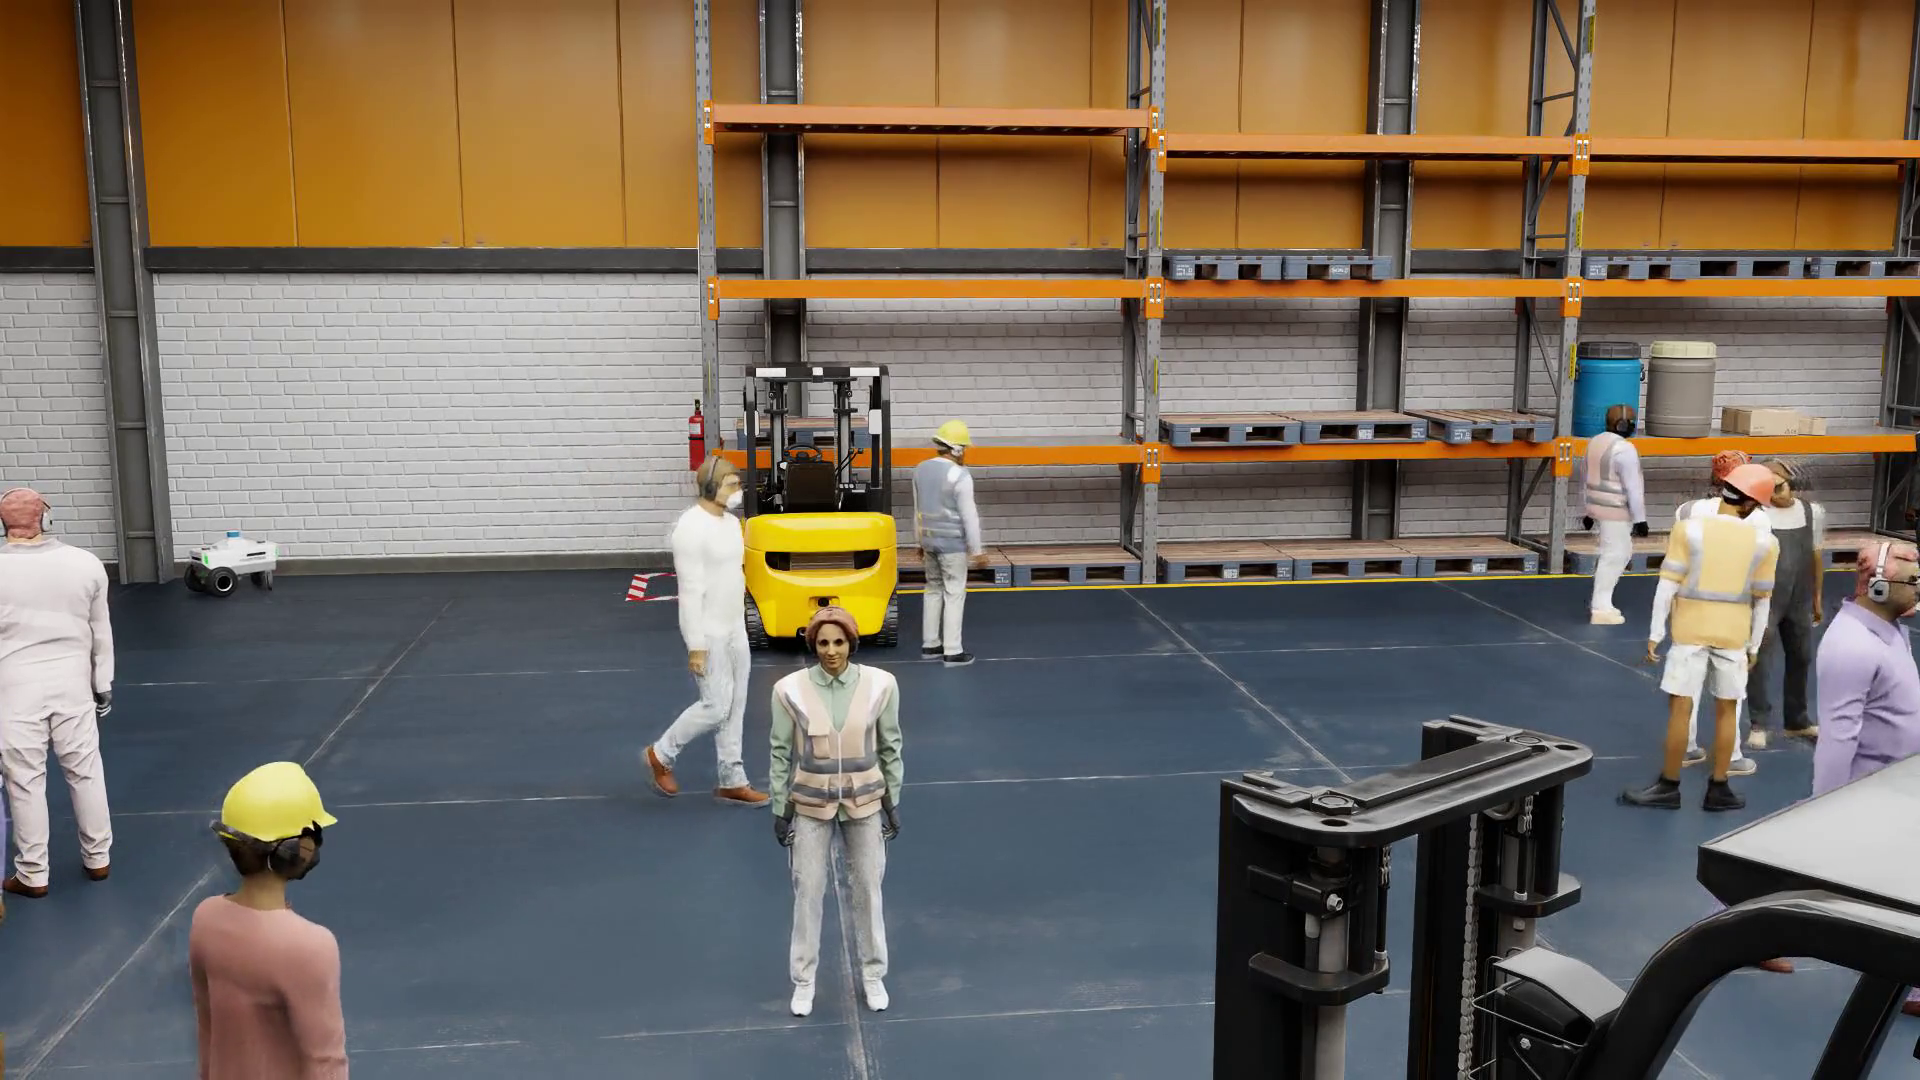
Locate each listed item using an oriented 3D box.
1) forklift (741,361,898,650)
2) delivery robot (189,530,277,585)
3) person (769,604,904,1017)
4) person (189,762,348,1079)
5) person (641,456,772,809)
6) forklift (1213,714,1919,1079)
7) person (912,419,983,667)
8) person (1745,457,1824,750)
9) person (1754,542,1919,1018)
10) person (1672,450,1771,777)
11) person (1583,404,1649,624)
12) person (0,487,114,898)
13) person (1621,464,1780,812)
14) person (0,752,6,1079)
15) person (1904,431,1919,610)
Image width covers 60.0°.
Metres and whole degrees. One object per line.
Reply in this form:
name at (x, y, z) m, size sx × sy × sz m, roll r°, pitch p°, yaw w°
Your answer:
forklift at (-1.154, -0.340, 13.365) m, size 1.214 × 2.155 × 2.313 m, roll -1°, pitch 9°, yaw -7°
delivery robot at (-6.586, 0.153, 15.096) m, size 0.477 × 0.478 × 0.707 m, roll 8°, pitch 12°, yaw 39°
person at (-0.479, 1.049, 6.464) m, size 0.520 × 1.631 × 0.323 m, roll -1°, pitch 9°, yaw -8°
person at (-1.649, 1.394, 3.889) m, size 0.530 × 1.748 × 0.571 m, roll 7°, pitch 11°, yaw 36°
person at (-1.352, 0.502, 8.935) m, size 0.620 × 1.926 × 0.648 m, roll 3°, pitch 10°, yaw 17°
forklift at (1.441, 1.425, 2.350) m, size 1.214 × 2.155 × 2.313 m, roll -7°, pitch 12°, yaw -39°
person at (-0.097, 0.023, 12.259) m, size 0.403 × 1.822 × 0.609 m, roll -8°, pitch 12°, yaw -42°
person at (5.039, 0.387, 10.071) m, size 0.749 × 1.800 × 0.366 m, roll -1°, pitch 9°, yaw -4°
person at (3.550, 0.916, 6.582) m, size 0.972 × 1.865 × 0.645 m, roll 5°, pitch 11°, yaw 31°
person at (4.387, 0.418, 9.600) m, size 0.343 × 1.882 × 0.585 m, roll -7°, pitch 11°, yaw -36°
person at (5.406, -0.203, 13.654) m, size 0.498 × 1.828 × 0.630 m, roll 0°, pitch 9°, yaw 0°
person at (-4.298, 0.702, 7.763) m, size 0.403 × 1.904 × 0.652 m, roll 8°, pitch 12°, yaw 40°
person at (3.967, 0.527, 8.959) m, size 0.726 × 1.892 × 0.378 m, roll 2°, pitch 9°, yaw 12°
person at (-3.274, 1.058, 5.160) m, size 0.611 × 2.032 × 0.424 m, roll -1°, pitch 9°, yaw -6°
person at (8.368, -0.343, 14.238) m, size 0.592 × 1.922 × 0.392 m, roll -4°, pitch 10°, yaw -23°
